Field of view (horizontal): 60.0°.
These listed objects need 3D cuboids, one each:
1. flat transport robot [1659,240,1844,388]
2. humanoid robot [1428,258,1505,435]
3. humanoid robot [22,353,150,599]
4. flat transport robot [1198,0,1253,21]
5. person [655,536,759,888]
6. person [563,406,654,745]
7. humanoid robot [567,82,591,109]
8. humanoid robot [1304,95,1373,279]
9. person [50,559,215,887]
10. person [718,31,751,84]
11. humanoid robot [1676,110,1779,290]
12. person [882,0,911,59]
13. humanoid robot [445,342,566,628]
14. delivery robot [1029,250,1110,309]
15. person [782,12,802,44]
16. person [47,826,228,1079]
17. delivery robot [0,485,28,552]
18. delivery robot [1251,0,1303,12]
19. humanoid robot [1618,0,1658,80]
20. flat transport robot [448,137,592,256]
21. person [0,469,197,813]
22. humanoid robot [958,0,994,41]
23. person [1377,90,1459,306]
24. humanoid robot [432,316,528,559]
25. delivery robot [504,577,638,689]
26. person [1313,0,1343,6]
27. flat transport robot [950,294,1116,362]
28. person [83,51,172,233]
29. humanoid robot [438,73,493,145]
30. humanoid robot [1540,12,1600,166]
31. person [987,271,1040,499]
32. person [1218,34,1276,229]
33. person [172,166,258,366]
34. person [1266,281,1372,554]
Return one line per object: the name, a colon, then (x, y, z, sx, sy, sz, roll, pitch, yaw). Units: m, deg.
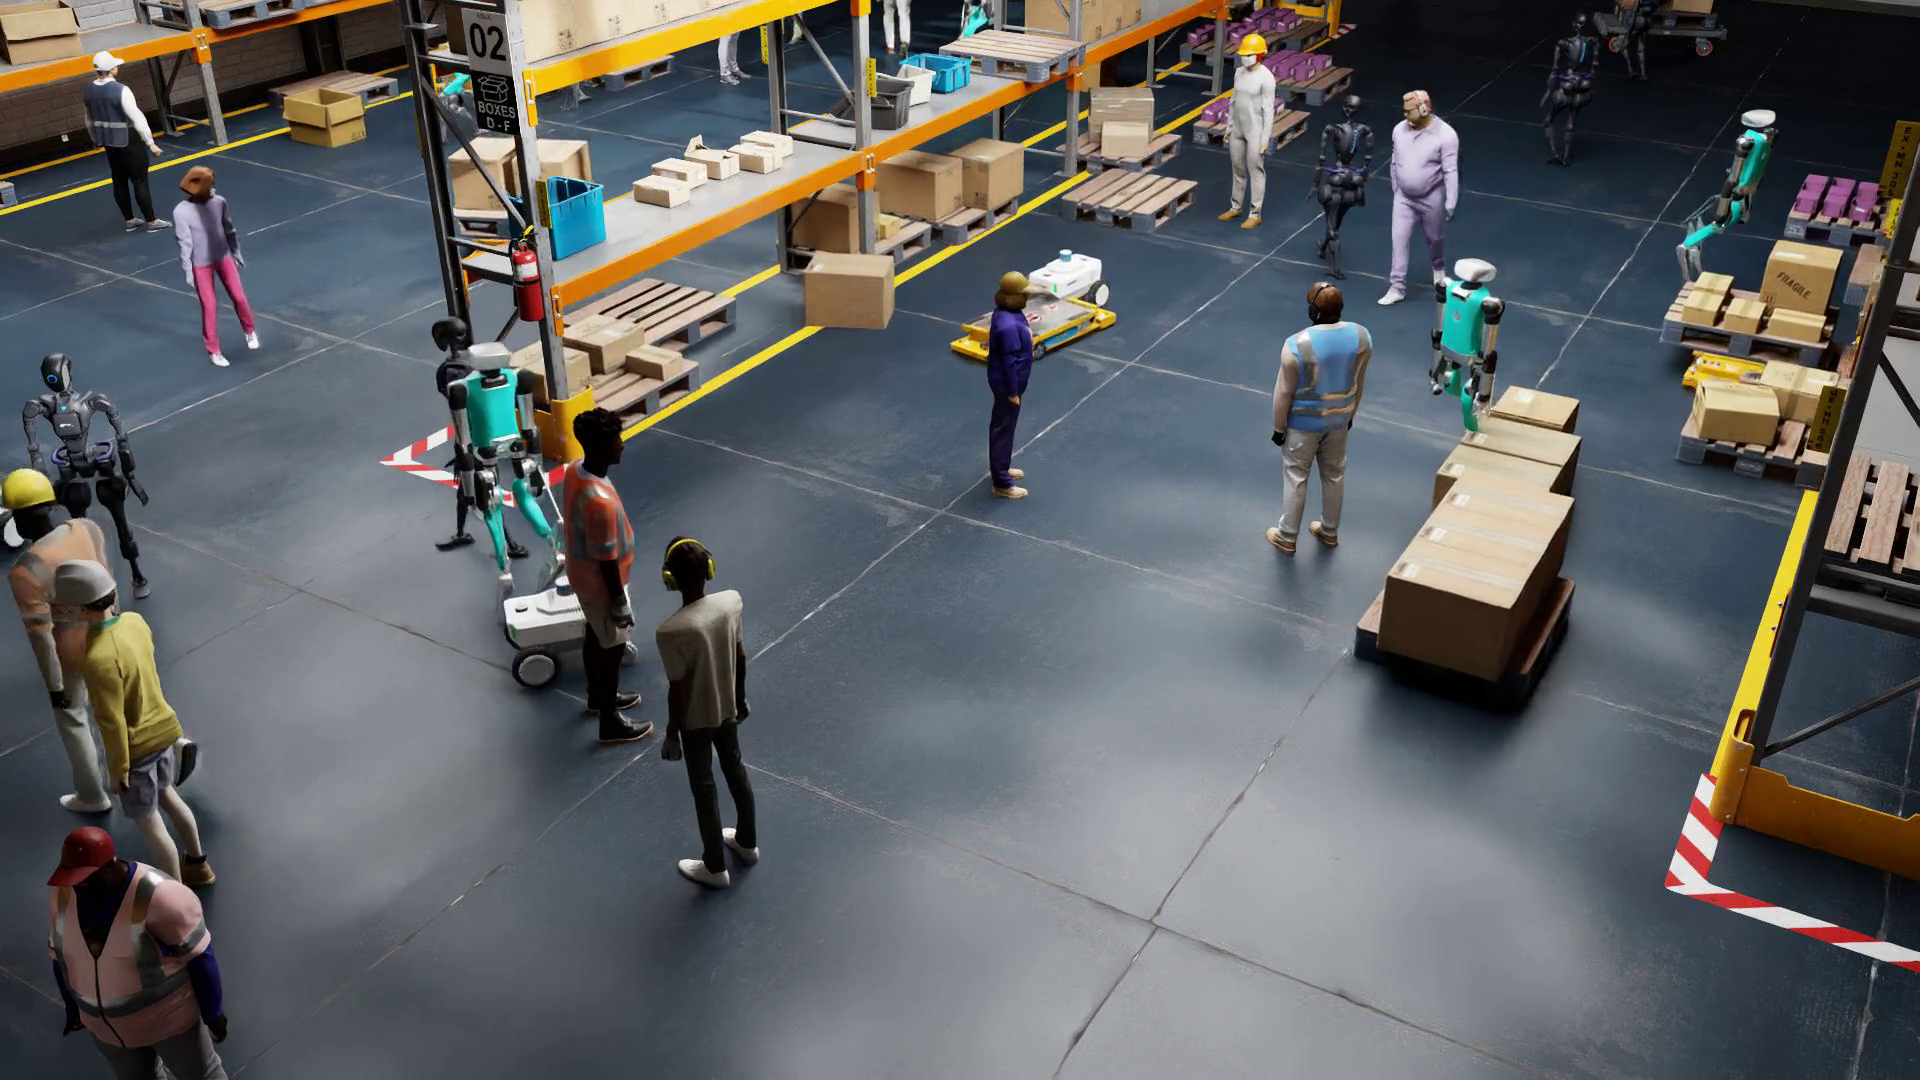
flat transport robot: (6.418, -1.527, 13.643, 0.659, 0.231, 1.431, 16, 33, 27)
humanoid robot: (3.568, -1.102, 11.433, 0.766, 1.810, 0.544, -18, 34, -29)
humanoid robot: (-5.311, -0.372, 10.154, 0.599, 1.657, 0.315, -8, 30, -14)
flat transport robot: (4.147, -8.170, 25.393, 0.659, 0.231, 1.431, 17, 34, 27)
person: (-1.209, 0.824, 7.865, 0.323, 1.863, 0.516, 22, 36, 34)
person: (-1.902, 0.190, 8.898, 0.393, 1.955, 0.603, -11, 31, -19)
humanoid robot: (-4.782, -6.152, 20.447, 0.551, 1.900, 0.769, 23, 37, 34)
humanoid robot: (3.483, -3.299, 15.390, 0.622, 1.614, 0.782, -9, 31, -15)
person: (-3.796, 0.919, 7.688, 0.412, 1.879, 0.489, -1, 30, -2)
person: (-2.976, -6.906, 21.455, 0.429, 1.946, 0.494, 10, 31, 18)
humanoid robot: (6.650, -2.943, 14.644, 0.539, 1.771, 0.720, -22, 36, -33)
person: (-0.868, -7.519, 22.592, 0.634, 1.911, 0.860, -2, 30, -3)
humanoid robot: (-2.612, -0.232, 9.909, 0.556, 1.814, 0.779, -23, 37, -34)
delivery robot: (0.934, -2.259, 14.646, 0.499, 0.594, 0.782, 23, 37, 35)
person: (-2.425, -7.753, 23.187, 0.586, 1.710, 0.688, 17, 34, 27)
person: (-3.087, 1.781, 6.283, 0.621, 1.752, 0.419, 2, 30, 3)
delivery robot: (-6.528, -0.084, 10.819, 0.499, 0.613, 0.811, 8, 30, 13)
delivery robot: (4.838, -8.260, 25.280, 0.816, 0.612, 0.499, 12, 32, 21)
humanoid robot: (8.875, -6.798, 21.549, 0.509, 1.630, 0.619, 21, 36, 32)
flat transport robot: (-4.225, -2.998, 16.245, 0.659, 0.231, 1.431, 4, 30, 7)
person: (-4.354, 0.539, 8.333, 0.641, 1.899, 0.614, 7, 30, 12)
humanoid robot: (0.120, -6.843, 21.618, 0.547, 1.772, 1.020, 22, 36, 33)
person: (4.115, -3.063, 14.760, 0.725, 1.846, 0.956, 21, 36, 33)
humanoid robot: (-3.174, -0.629, 10.657, 0.611, 1.634, 0.630, -4, 30, -8)
delivery robot: (-2.309, 0.496, 9.768, 0.774, 0.588, 0.499, -9, 31, -16)
person: (5.778, -9.158, 25.545, 0.635, 1.841, 0.429, 16, 33, 26)
flat transport robot: (0.636, -1.813, 14.148, 0.659, 0.231, 1.431, 24, 37, 36)
person: (-8.217, -3.892, 16.311, 0.759, 1.758, 0.447, 8, 30, 14)
humanoid robot: (-5.888, -5.421, 19.059, 0.534, 1.767, 0.957, 24, 37, 35)
humanoid robot: (6.703, -4.955, 18.265, 0.610, 1.649, 0.342, -6, 30, -11)
person: (0.363, -1.083, 11.477, 0.349, 1.622, 0.465, -1, 29, -1)
person: (2.845, -4.045, 16.455, 0.381, 1.888, 0.568, -20, 35, -32)
person: (-6.079, -2.245, 13.541, 0.333, 1.624, 0.562, 20, 35, 31)
person: (2.290, -0.781, 10.743, 0.620, 1.838, 0.431, -9, 31, -15)
